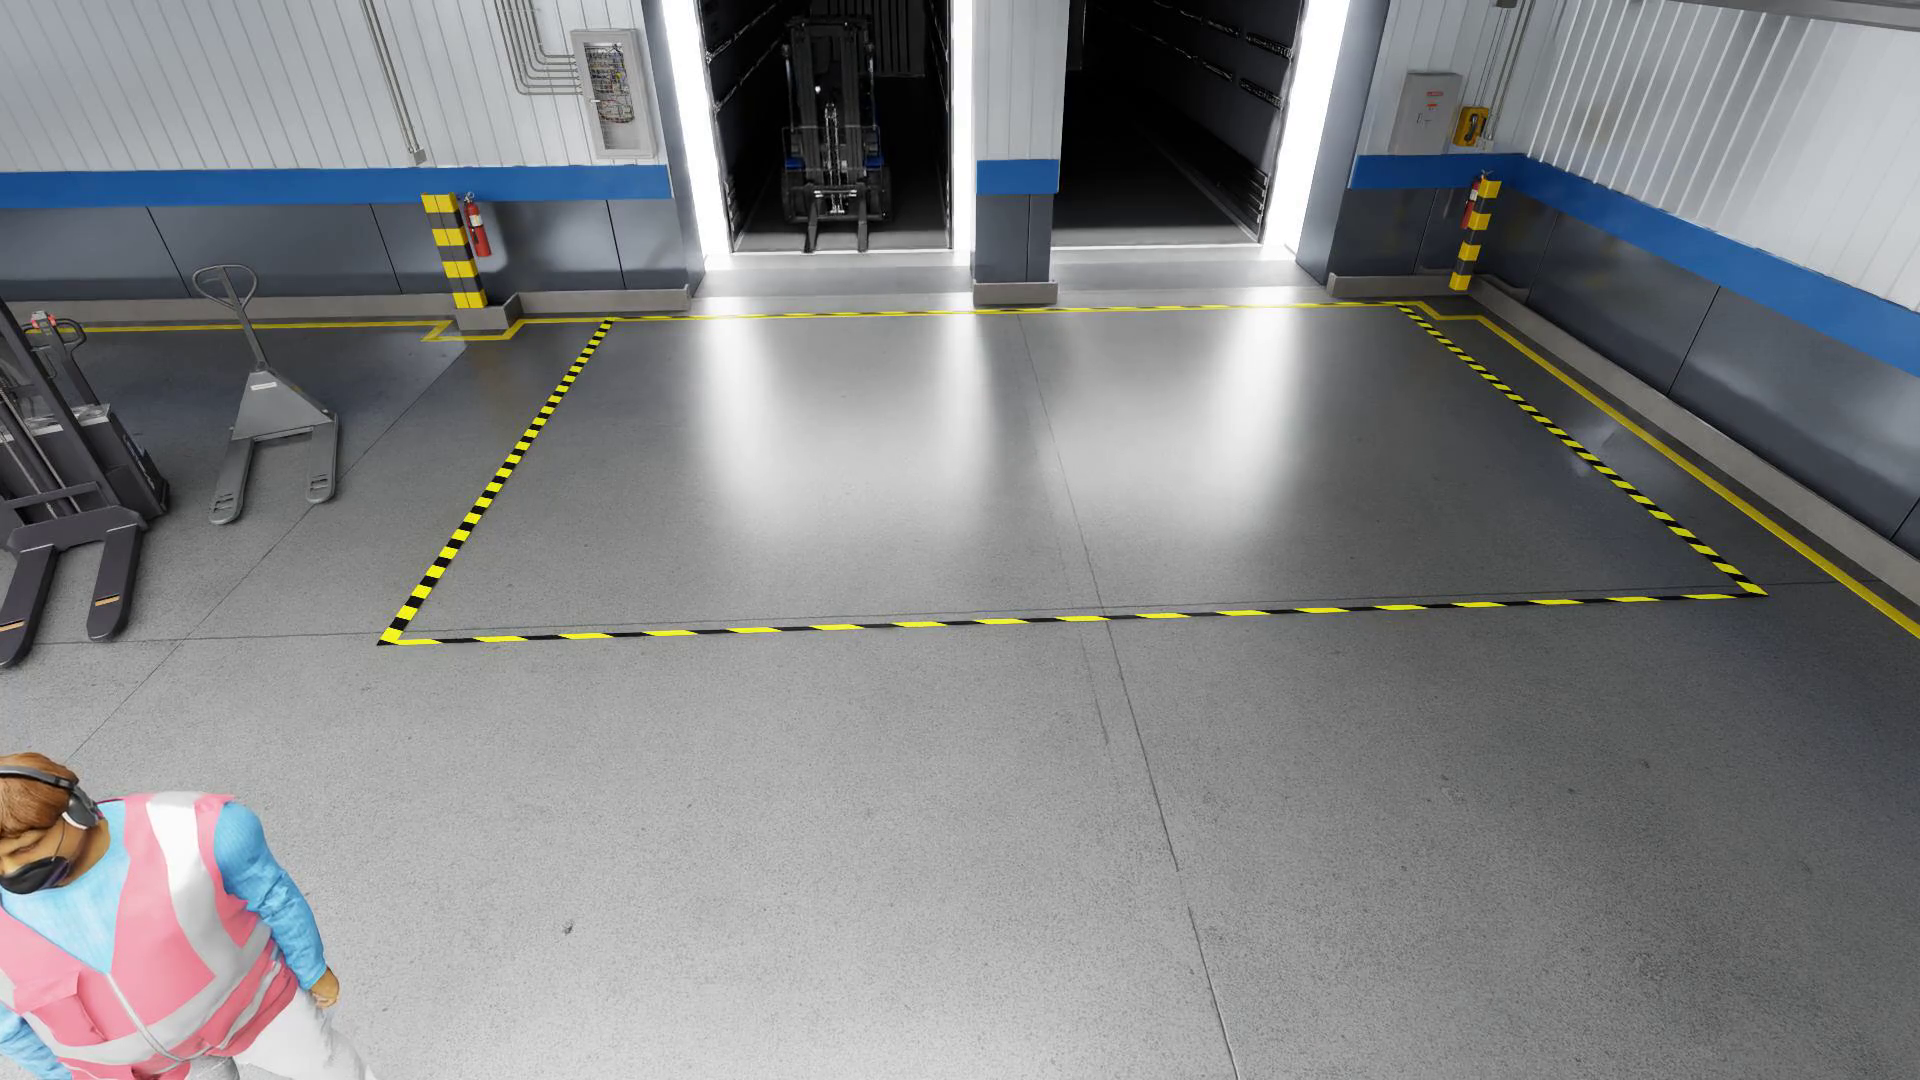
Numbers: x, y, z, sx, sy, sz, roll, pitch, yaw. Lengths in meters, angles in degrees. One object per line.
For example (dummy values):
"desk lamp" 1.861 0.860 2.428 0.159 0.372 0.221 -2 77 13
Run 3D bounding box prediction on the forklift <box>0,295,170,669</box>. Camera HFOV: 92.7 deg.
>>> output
"forklift" -5.212 -0.618 4.878 0.823 1.965 1.885 -20 39 -26

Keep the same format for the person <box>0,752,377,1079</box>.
"person" -1.962 1.230 2.360 0.625 1.842 0.429 -22 40 -28

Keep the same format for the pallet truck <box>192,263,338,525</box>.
"pallet truck" -4.778 -1.027 6.128 0.680 1.201 1.601 -17 38 -23

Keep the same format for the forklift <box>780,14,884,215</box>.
"forklift" -1.547 -5.320 11.316 1.157 2.036 2.680 -3 35 -4
